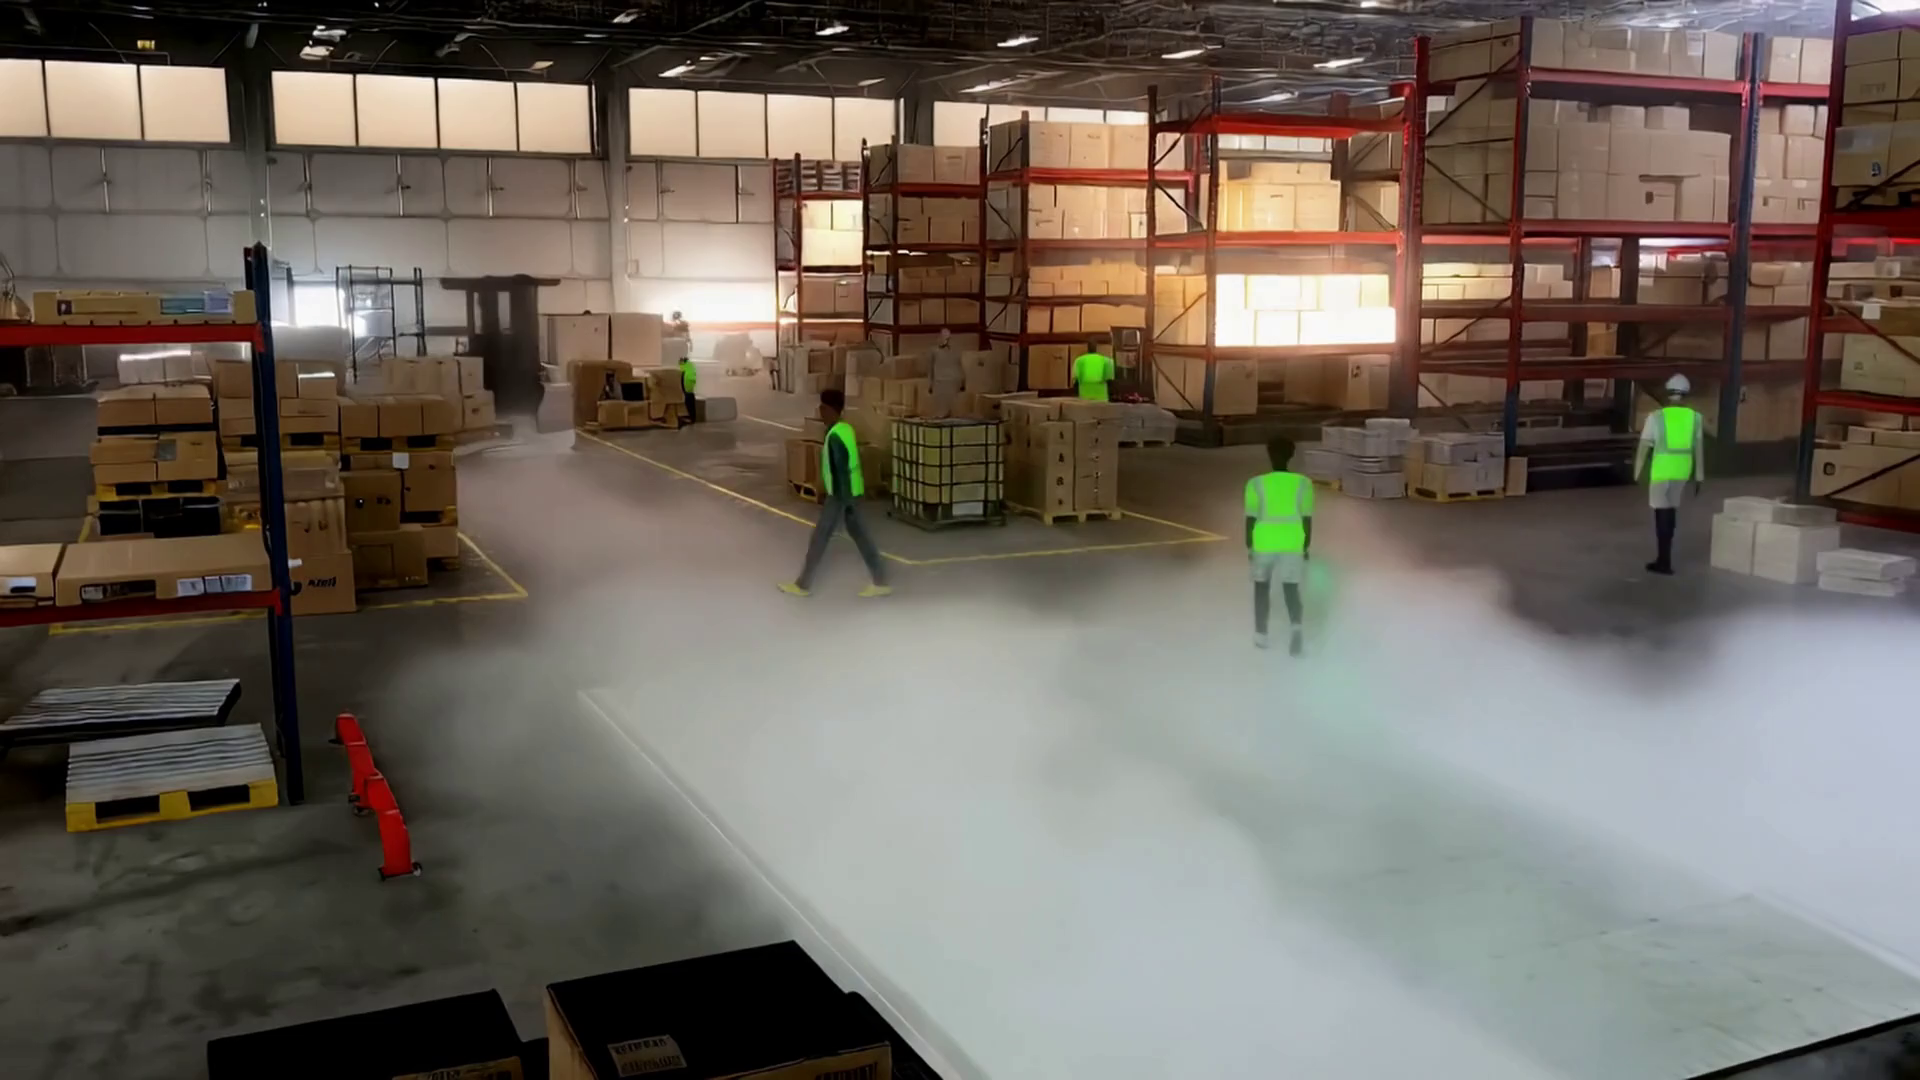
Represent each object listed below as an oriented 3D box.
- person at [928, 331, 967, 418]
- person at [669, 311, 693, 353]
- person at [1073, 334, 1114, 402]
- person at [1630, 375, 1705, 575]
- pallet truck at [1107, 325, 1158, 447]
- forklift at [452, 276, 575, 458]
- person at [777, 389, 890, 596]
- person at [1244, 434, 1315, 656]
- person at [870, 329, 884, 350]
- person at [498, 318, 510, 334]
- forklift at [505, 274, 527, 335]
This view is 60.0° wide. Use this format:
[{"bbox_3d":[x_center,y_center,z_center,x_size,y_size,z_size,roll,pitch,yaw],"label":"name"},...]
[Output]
[{"bbox_3d":[-0.238,-2.755,29.391,0.643,1.877,0.978,-5,10,-27],"label":"person"},{"bbox_3d":[-7.206,-4.940,42.797,0.656,1.893,0.985,-7,12,-37],"label":"person"},{"bbox_3d":[2.097,-2.272,26.176,0.619,1.920,0.994,-1,9,-3],"label":"person"},{"bbox_3d":[6.794,-0.625,16.004,0.675,1.895,0.565,0,9,-2],"label":"person"},{"bbox_3d":[2.881,-2.596,27.923,0.823,1.965,1.885,-1,9,-7],"label":"pallet truck"},{"bbox_3d":[-7.112,-2.795,26.429,1.129,2.768,1.873,3,10,20],"label":"forklift"},{"bbox_3d":[-1.093,-0.408,14.772,1.024,1.868,0.590,1,9,8],"label":"person"},{"bbox_3d":[2.418,0.047,12.544,0.540,1.678,0.702,0,9,-1],"label":"person"},{"bbox_3d":[-2.060,-4.807,42.762,0.515,1.636,0.314,1,9,5],"label":"person"},{"bbox_3d":[-9.084,-3.429,33.179,0.614,1.964,0.750,-1,9,-6],"label":"person"},{"bbox_3d":[-11.265,-5.375,42.436,1.873,2.768,1.129,-4,10,-25],"label":"forklift"}]
